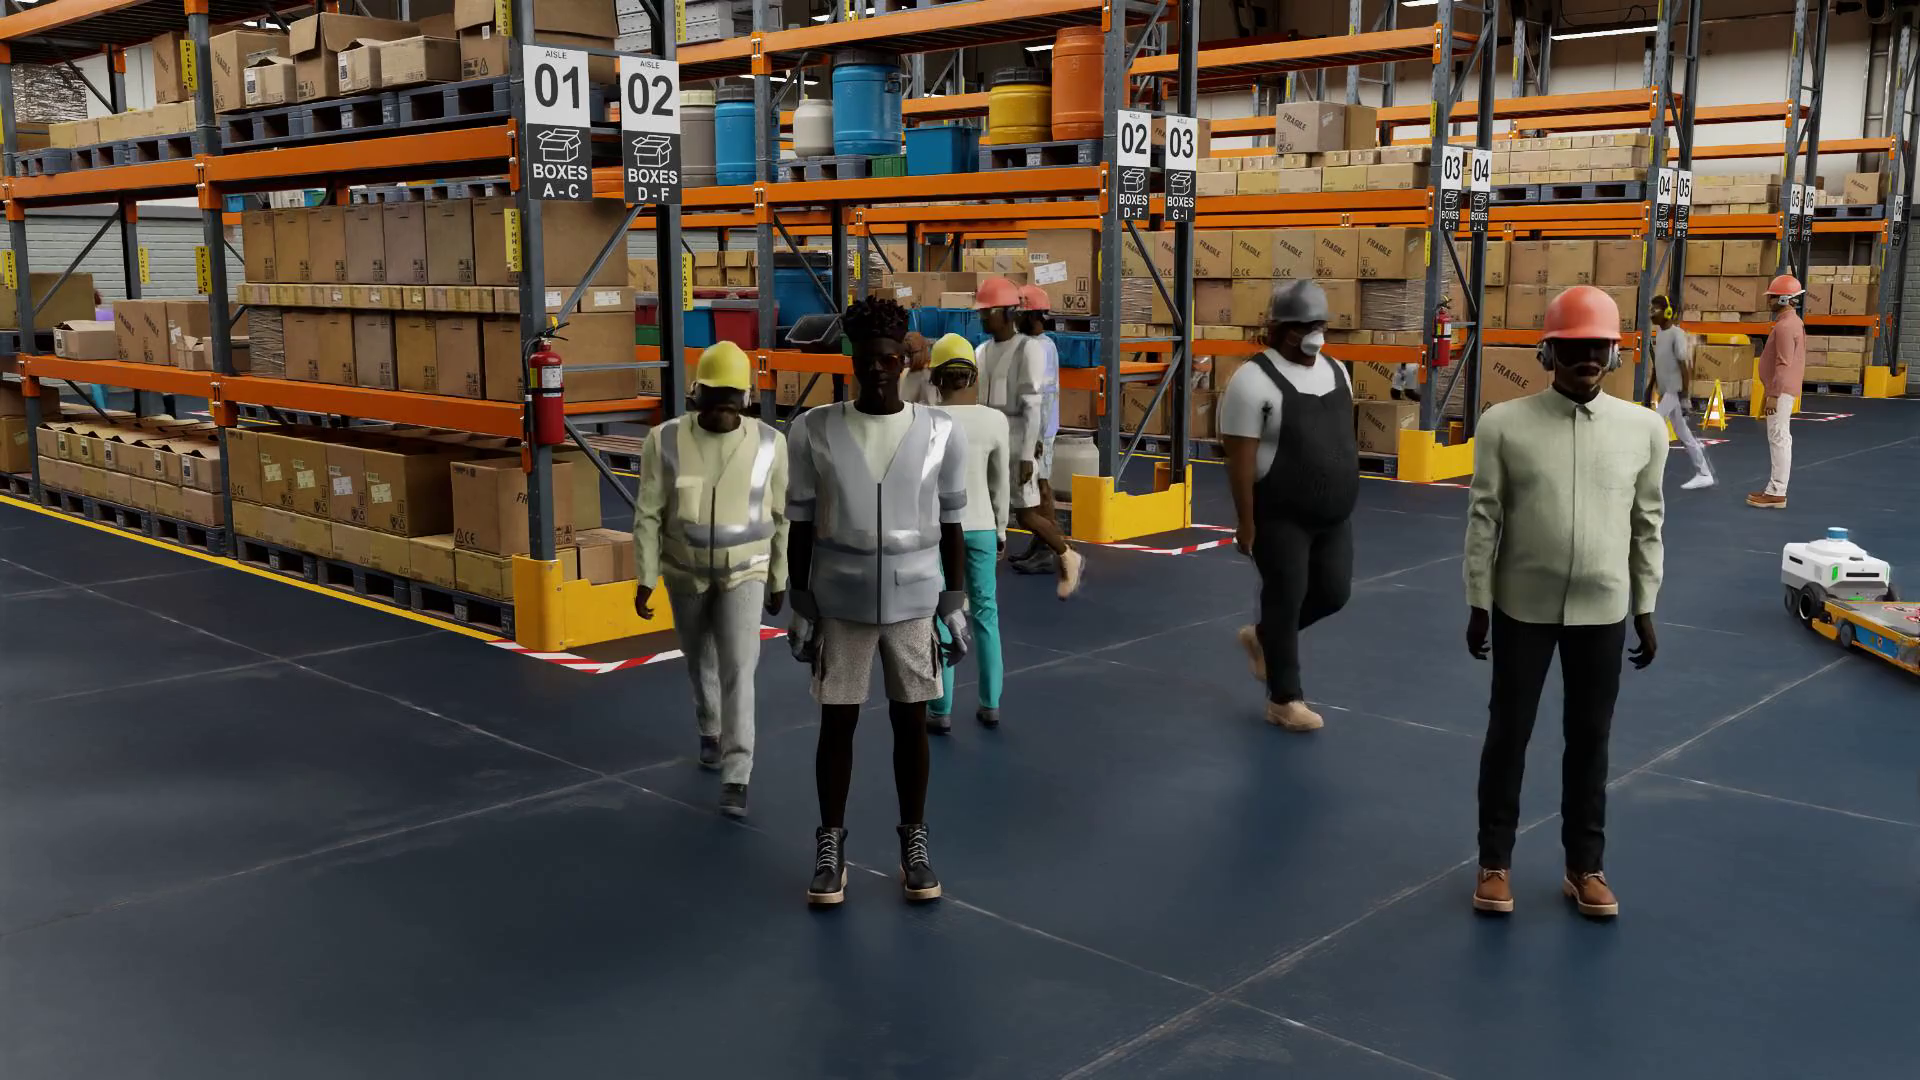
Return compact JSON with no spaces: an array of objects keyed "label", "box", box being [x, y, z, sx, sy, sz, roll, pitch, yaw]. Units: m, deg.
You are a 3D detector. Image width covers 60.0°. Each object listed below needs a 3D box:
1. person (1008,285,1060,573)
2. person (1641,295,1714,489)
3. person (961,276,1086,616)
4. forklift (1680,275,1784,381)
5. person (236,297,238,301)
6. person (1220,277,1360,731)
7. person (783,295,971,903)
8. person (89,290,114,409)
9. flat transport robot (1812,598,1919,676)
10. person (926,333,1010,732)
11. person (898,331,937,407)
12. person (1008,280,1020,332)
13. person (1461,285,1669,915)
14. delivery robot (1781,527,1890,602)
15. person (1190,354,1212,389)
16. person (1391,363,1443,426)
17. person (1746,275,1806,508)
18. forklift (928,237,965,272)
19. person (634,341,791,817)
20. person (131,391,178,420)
[{"label":"person","box":[0.489,-0.753,11.316,0.366,1.935,0.552,0,9,-2]},{"label":"person","box":[6.604,-1.365,15.486,0.999,1.810,0.522,1,9,6]},{"label":"person","box":[0.340,-0.567,9.971,0.907,2.015,0.618,-8,12,-40]},{"label":"forklift","box":[12.480,-3.427,27.053,1.214,2.155,2.313,9,13,43]},{"label":"person","box":[-11.327,-3.050,26.370,0.497,1.612,0.522,-5,11,-29]},{"label":"person","box":[1.488,-0.167,7.533,0.692,2.000,0.681,-6,11,-31]},{"label":"person","box":[-0.266,0.199,5.388,0.603,1.967,0.366,-1,9,-6]},{"label":"person","box":[-11.568,-2.456,22.244,0.567,1.783,1.022,-8,12,-41]},{"label":"flat transport robot","box":[5.105,0.528,8.686,0.652,0.197,1.431,1,9,3]},{"label":"person","box":[-0.030,-0.032,7.419,0.531,1.767,0.328,-4,10,-24]},{"label":"person","box":[-0.335,-0.660,11.696,0.490,1.610,0.529,-4,10,-25]},{"label":"person","box":[0.520,-1.690,17.054,0.372,1.940,0.632,7,12,36]},{"label":"person","box":[1.912,0.208,5.279,0.619,1.998,0.403,1,9,6]},{"label":"delivery robot","box":[5.110,0.170,9.725,0.477,0.478,0.707,0,9,3]},{"label":"person","box":[2.911,-2.063,20.271,0.314,1.632,0.539,8,12,39]},{"label":"person","box":[5.638,-2.162,20.747,0.700,1.673,0.541,6,11,31]},{"label":"person","box":[7.093,-1.287,14.412,0.378,1.995,0.612,5,11,30]},{"label":"forklift","box":[-0.326,-5.817,39.609,1.129,2.768,1.873,9,13,43]},{"label":"person","box":[-0.960,0.108,6.528,0.594,1.787,0.954,-1,9,-3]},{"label":"person","box":[-9.430,-1.927,19.352,0.827,1.670,0.526,5,11,30]}]
